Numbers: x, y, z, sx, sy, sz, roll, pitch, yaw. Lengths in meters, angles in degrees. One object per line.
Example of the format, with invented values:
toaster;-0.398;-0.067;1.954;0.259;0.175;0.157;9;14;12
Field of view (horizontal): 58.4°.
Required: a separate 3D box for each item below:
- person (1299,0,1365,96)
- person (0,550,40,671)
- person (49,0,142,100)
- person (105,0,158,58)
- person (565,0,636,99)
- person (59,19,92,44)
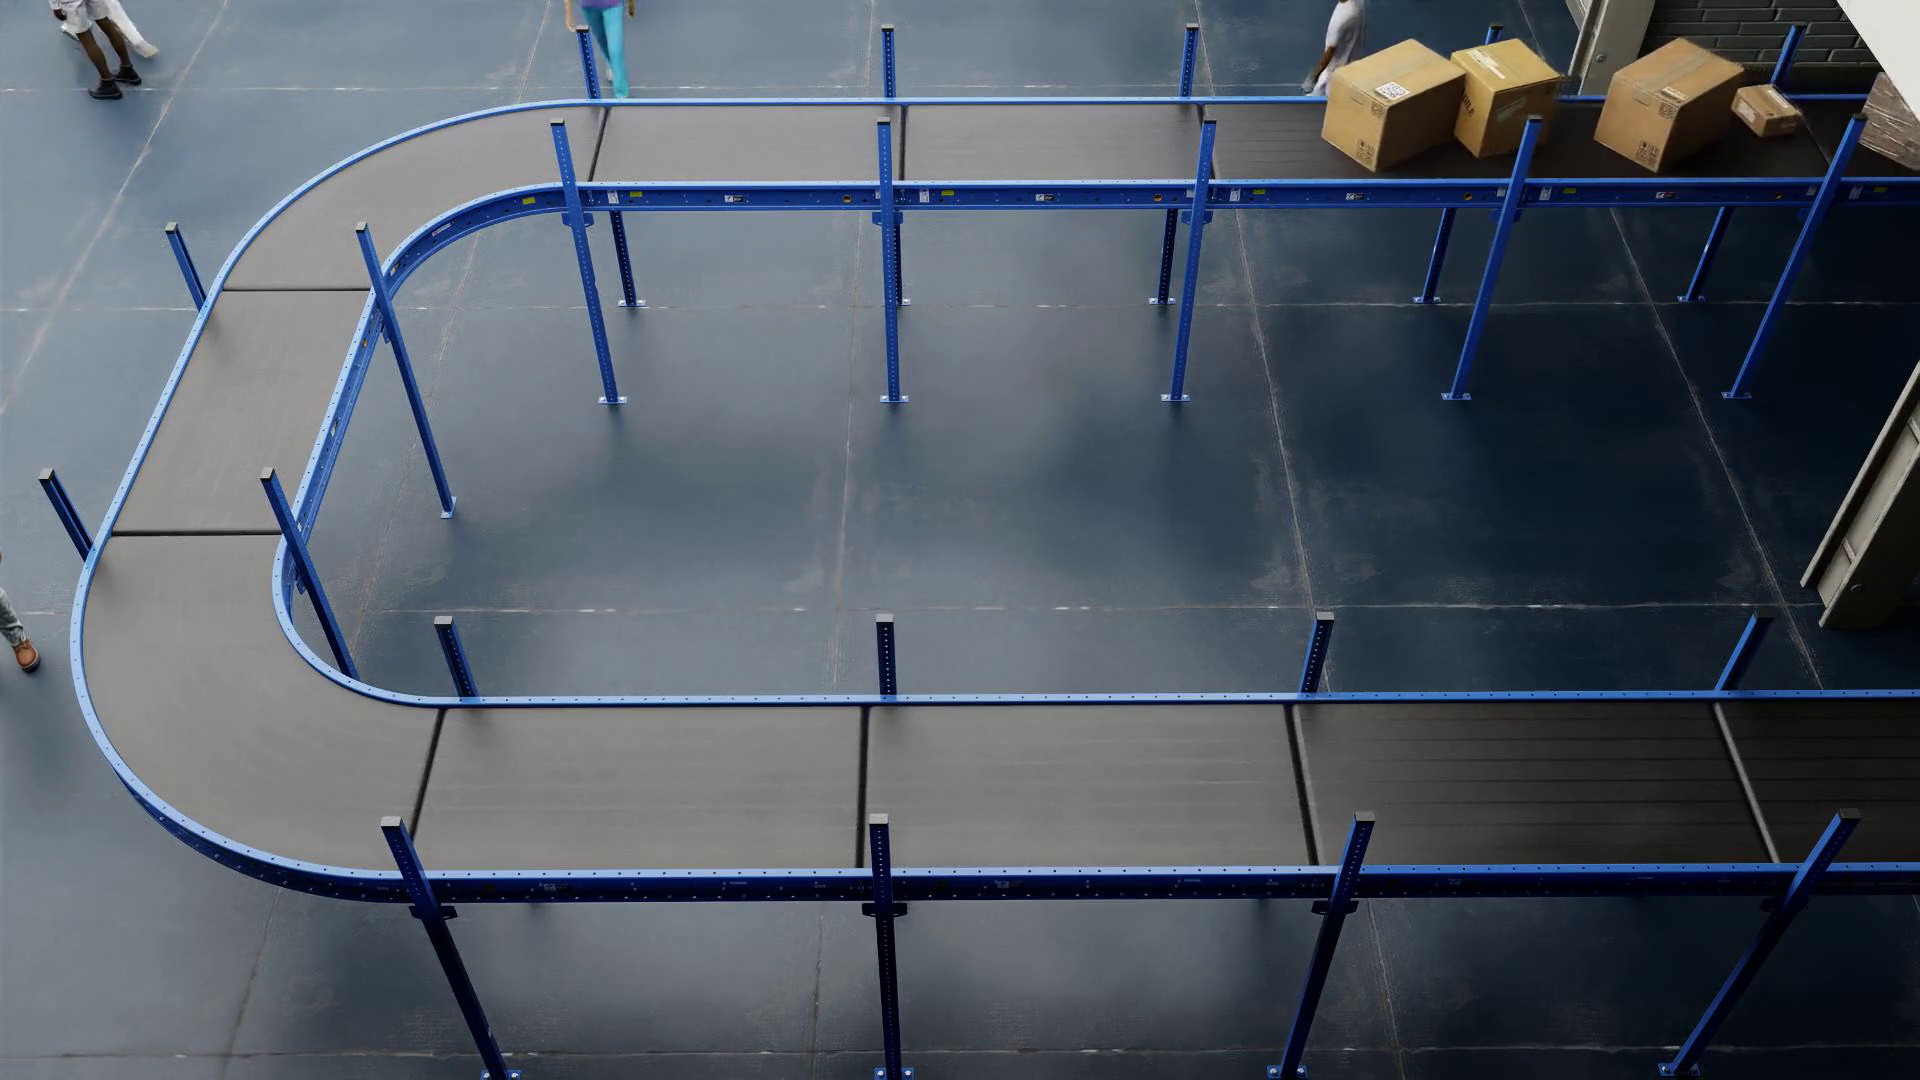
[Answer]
person;2.915;-3.673;13.449;0.461;1.846;0.494;13;48;12
person;-5.868;0.089;9.874;0.629;1.933;0.379;-20;50;-18
person;-7.386;-4.600;14.260;0.404;1.929;0.552;14;48;12
person;-7.415;-5.071;14.755;0.938;1.832;0.665;24;52;21
person;-2.963;-4.475;14.226;0.572;1.803;0.966;0;47;0
person;-7.872;-5.166;14.807;0.696;1.900;0.544;7;47;6
